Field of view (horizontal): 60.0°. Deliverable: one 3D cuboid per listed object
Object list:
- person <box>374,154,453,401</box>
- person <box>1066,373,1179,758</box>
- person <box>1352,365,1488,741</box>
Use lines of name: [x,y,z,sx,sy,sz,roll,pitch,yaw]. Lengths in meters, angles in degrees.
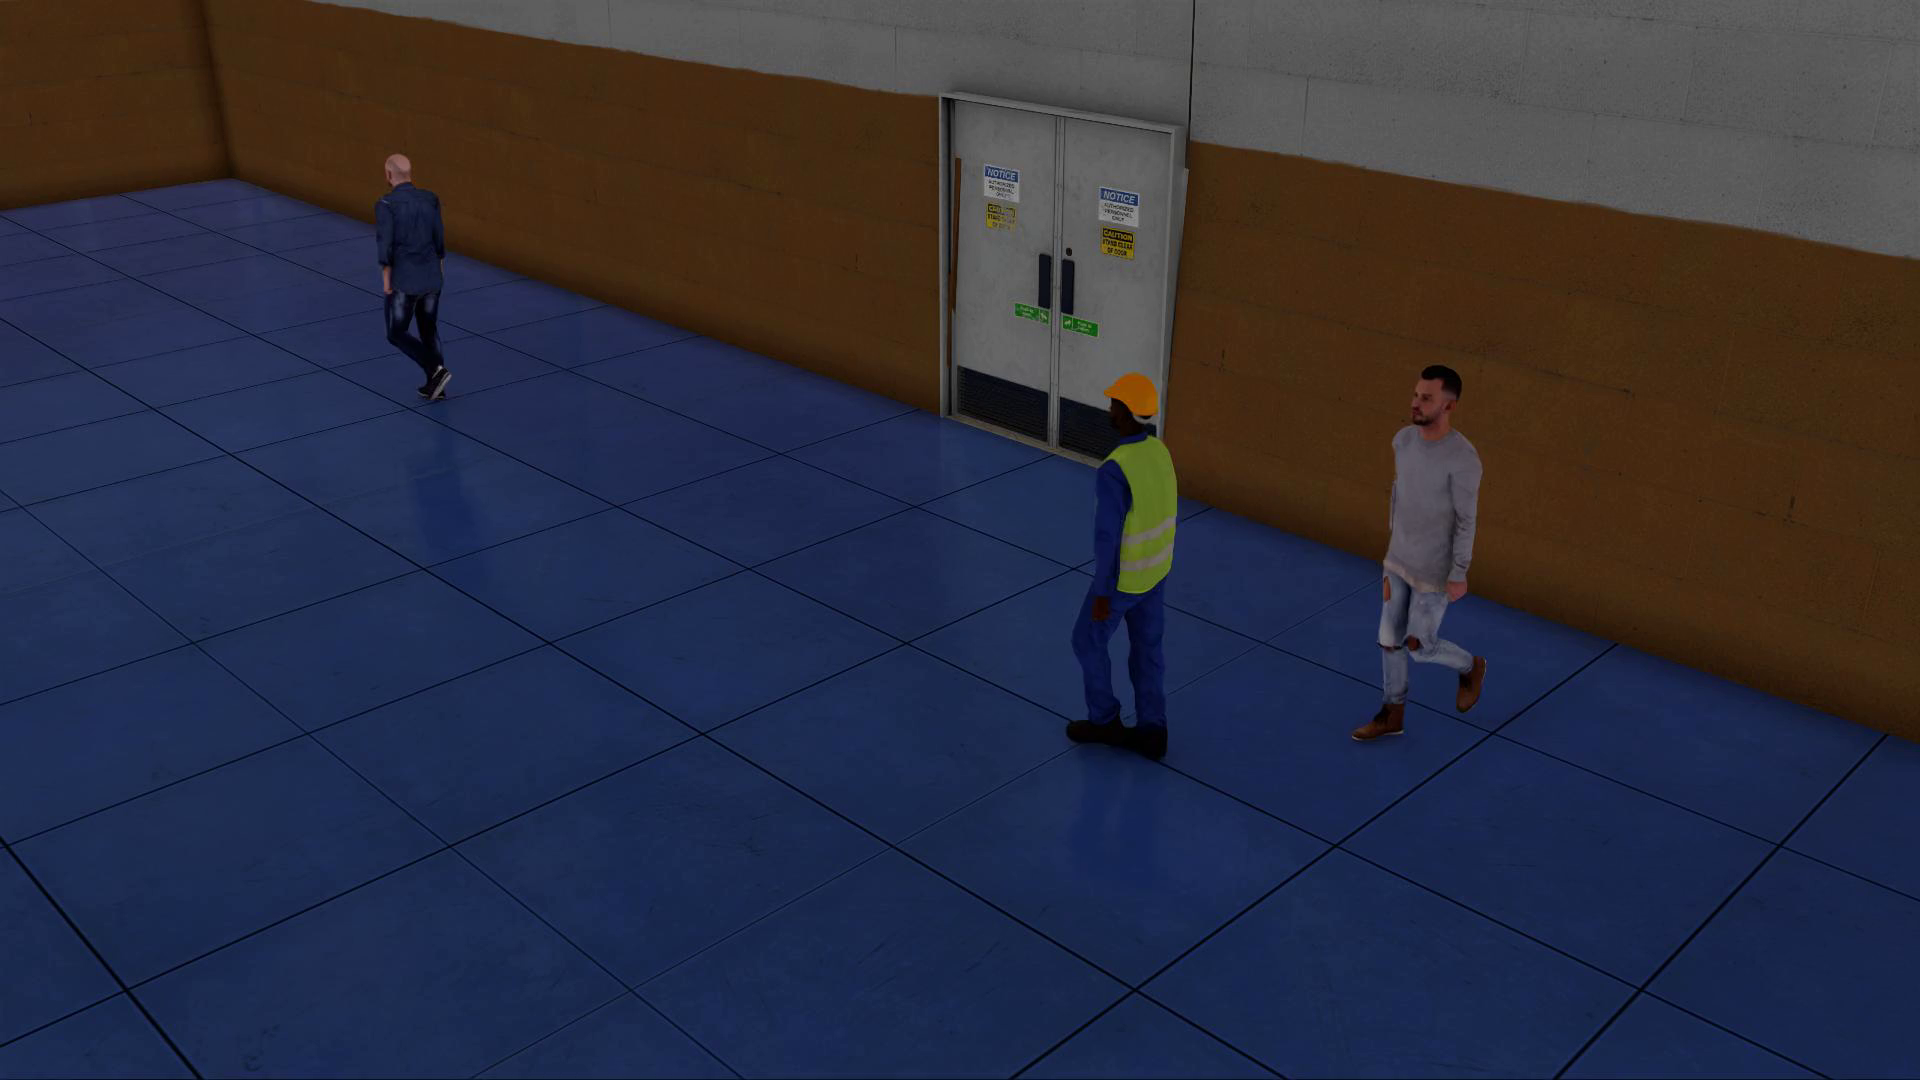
person: [-3.886,-1.835,11.966,0.857,1.808,0.791,16,28,32]
person: [0.817,0.163,7.405,0.799,1.804,0.671,19,30,36]
person: [2.168,0.082,7.572,1.022,1.818,0.859,-11,26,-24]
